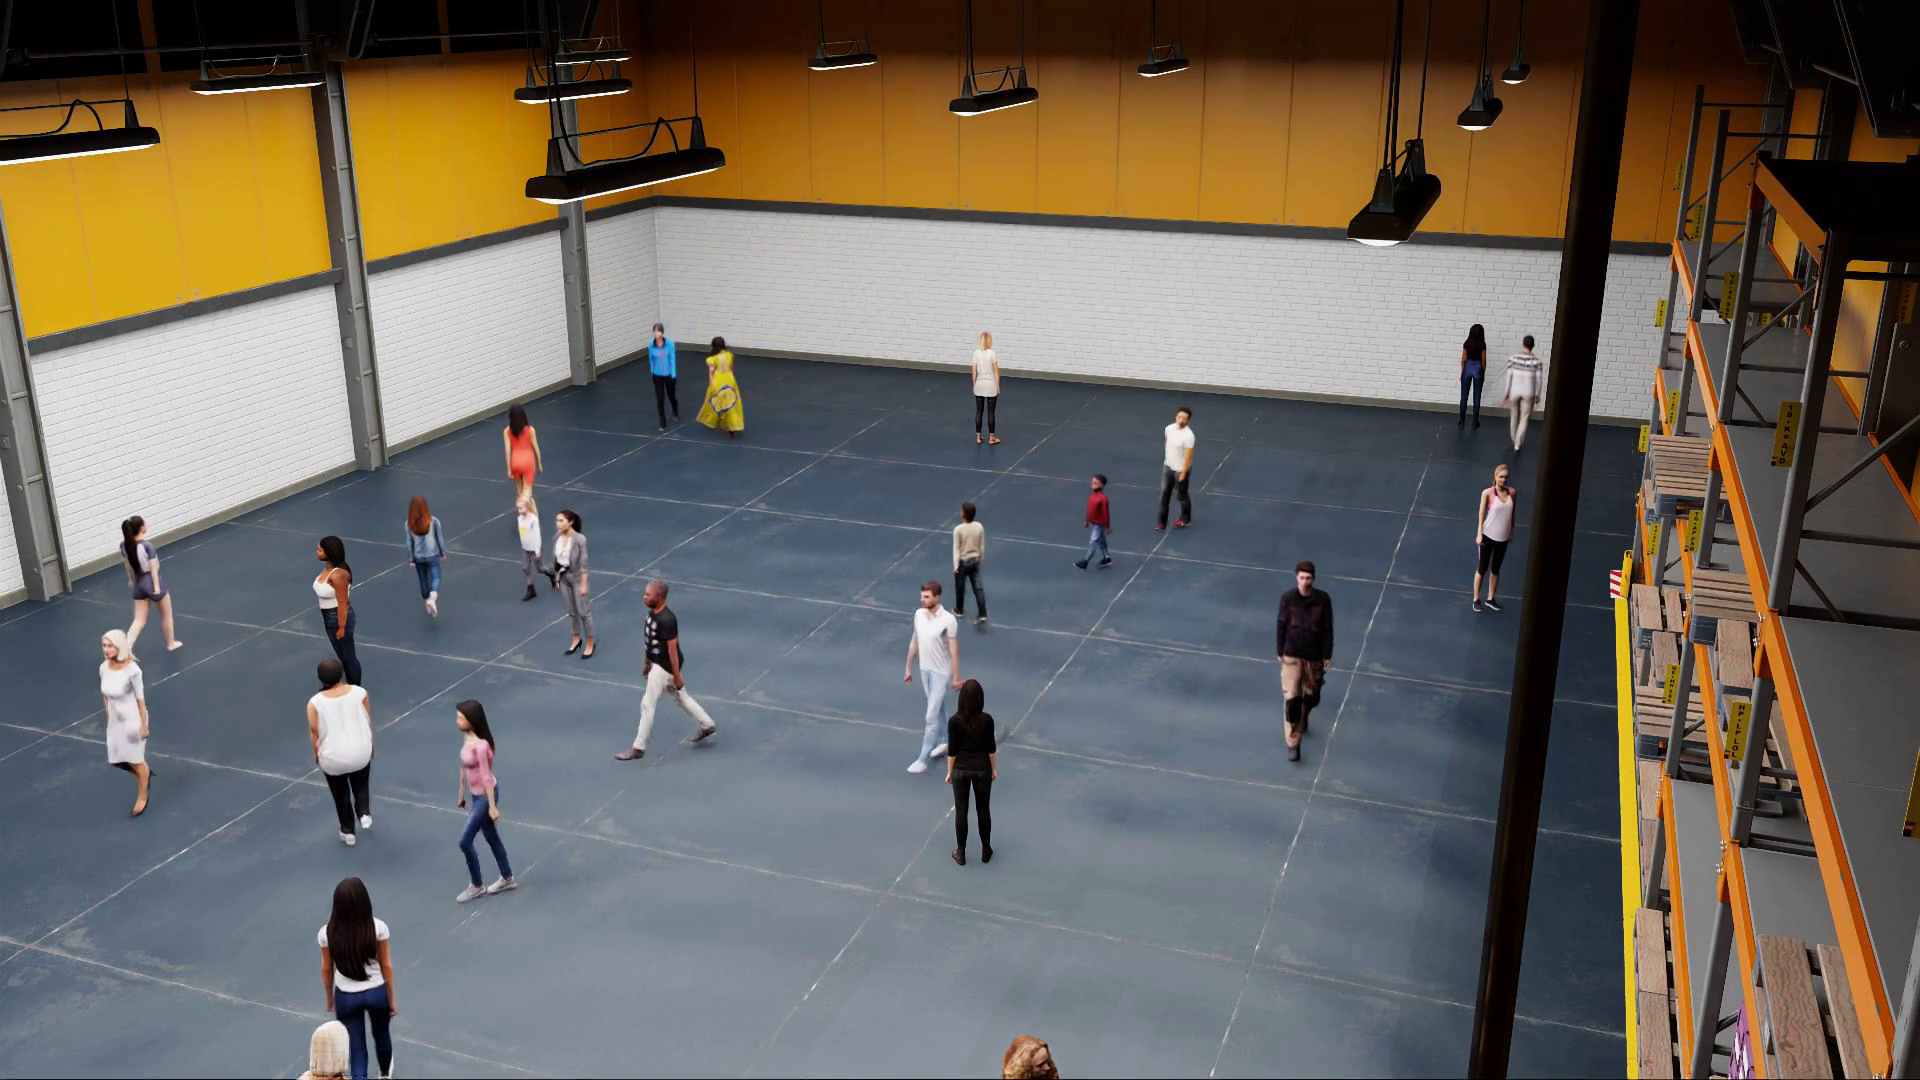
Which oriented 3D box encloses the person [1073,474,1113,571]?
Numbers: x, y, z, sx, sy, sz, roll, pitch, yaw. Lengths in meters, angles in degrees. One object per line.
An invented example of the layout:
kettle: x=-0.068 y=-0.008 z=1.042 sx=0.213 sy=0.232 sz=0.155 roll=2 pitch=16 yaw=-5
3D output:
person: x=1.797 y=-0.228 z=20.988 sx=0.890 sy=1.234 sz=0.832 roll=-9 pitch=20 yaw=-24

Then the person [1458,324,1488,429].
person: x=8.524 y=-2.735 z=27.642 sx=0.550 sy=1.740 sz=0.521 roll=6 pitch=20 yaw=17

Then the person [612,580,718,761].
person: x=-2.714 y=1.231 z=15.856 sx=1.280 sy=1.745 sz=1.254 roll=-7 pitch=20 yaw=-21

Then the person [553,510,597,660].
person: x=-4.232 y=0.462 z=18.250 sx=0.649 sy=1.674 sz=0.618 roll=10 pitch=21 yaw=27

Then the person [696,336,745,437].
person: x=-3.827 y=-2.461 z=27.049 sx=1.294 sy=1.598 sz=1.261 roll=-11 pitch=22 yaw=-30

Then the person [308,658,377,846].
person: x=-5.258 y=1.821 z=14.218 sx=0.784 sy=1.672 sz=0.855 roll=-11 pitch=22 yaw=-30

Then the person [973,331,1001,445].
person: x=0.414 y=-2.440 z=26.630 sx=0.585 sy=1.827 sz=0.513 roll=6 pitch=20 yaw=18

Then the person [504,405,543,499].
person: x=-5.891 y=-0.950 z=22.433 sx=0.887 sy=1.681 sz=1.190 roll=-1 pitch=19 yaw=-3

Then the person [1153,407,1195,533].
person: x=2.950 y=-0.963 z=22.368 sx=1.158 sy=1.746 sz=0.956 roll=-15 pitch=24 yaw=-38

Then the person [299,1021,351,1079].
person: x=-3.472 y=3.489 z=9.207 sx=0.622 sy=1.710 sz=0.813 roll=6 pitch=19 yaw=16

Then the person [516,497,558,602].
person: x=-5.116 y=0.083 z=20.025 sx=0.532 sy=1.260 sz=0.795 roll=9 pitch=20 yaw=24

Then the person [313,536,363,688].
person: x=-6.325 y=0.814 z=16.995 sx=0.800 sy=1.810 sz=0.746 roll=-9 pitch=21 yaw=-26

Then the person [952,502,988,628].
person: x=0.134 y=0.295 z=19.109 sx=0.941 sy=1.444 sz=1.040 roll=-7 pitch=20 yaw=-19

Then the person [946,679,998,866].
person: x=0.099 y=1.937 z=13.922 sx=0.652 sy=1.642 sz=0.640 roll=-2 pitch=19 yaw=-5

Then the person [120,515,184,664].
person: x=-8.891 y=0.553 z=18.065 sx=0.630 sy=1.621 sz=0.995 roll=5 pitch=19 yaw=15

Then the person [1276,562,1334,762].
person: x=3.316 y=1.104 z=15.987 sx=0.892 sy=1.901 sz=1.246 roll=2 pitch=19 yaw=6

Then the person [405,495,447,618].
person: x=-6.206 y=0.211 z=19.328 sx=0.798 sy=1.463 sz=0.919 roll=-4 pitch=19 yaw=-11

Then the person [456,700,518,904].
person: x=-3.765 y=2.067 z=13.401 sx=0.894 sy=1.727 sz=0.829 roll=-10 pitch=21 yaw=-28

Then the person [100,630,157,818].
person: x=-7.361 y=1.589 z=14.798 sx=0.614 sy=1.742 sz=0.698 roll=4 pitch=19 yaw=12

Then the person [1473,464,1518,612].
person: x=6.284 y=-0.036 z=19.555 sx=0.691 sy=1.786 sz=0.688 roll=-3 pitch=19 yaw=-9

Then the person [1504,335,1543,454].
person: x=8.823 y=-2.259 z=26.099 sx=0.784 sy=1.822 sz=1.234 roll=9 pitch=20 yaw=24

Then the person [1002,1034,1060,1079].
person: x=0.359 y=3.487 z=9.137 sx=0.615 sy=1.759 sz=0.446 roll=7 pitch=20 yaw=19

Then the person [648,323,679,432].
person: x=-4.871 y=-2.711 z=27.517 sx=0.805 sy=1.773 sz=1.091 roll=1 pitch=19 yaw=4

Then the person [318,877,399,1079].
person: x=-3.817 y=3.011 z=10.595 sx=1.034 sy=1.730 sz=1.203 roll=-5 pitch=19 yaw=-14

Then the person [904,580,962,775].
person: x=-0.163 y=1.239 z=15.715 sx=0.939 sy=1.821 sz=1.130 roll=17 pitch=25 yaw=41
